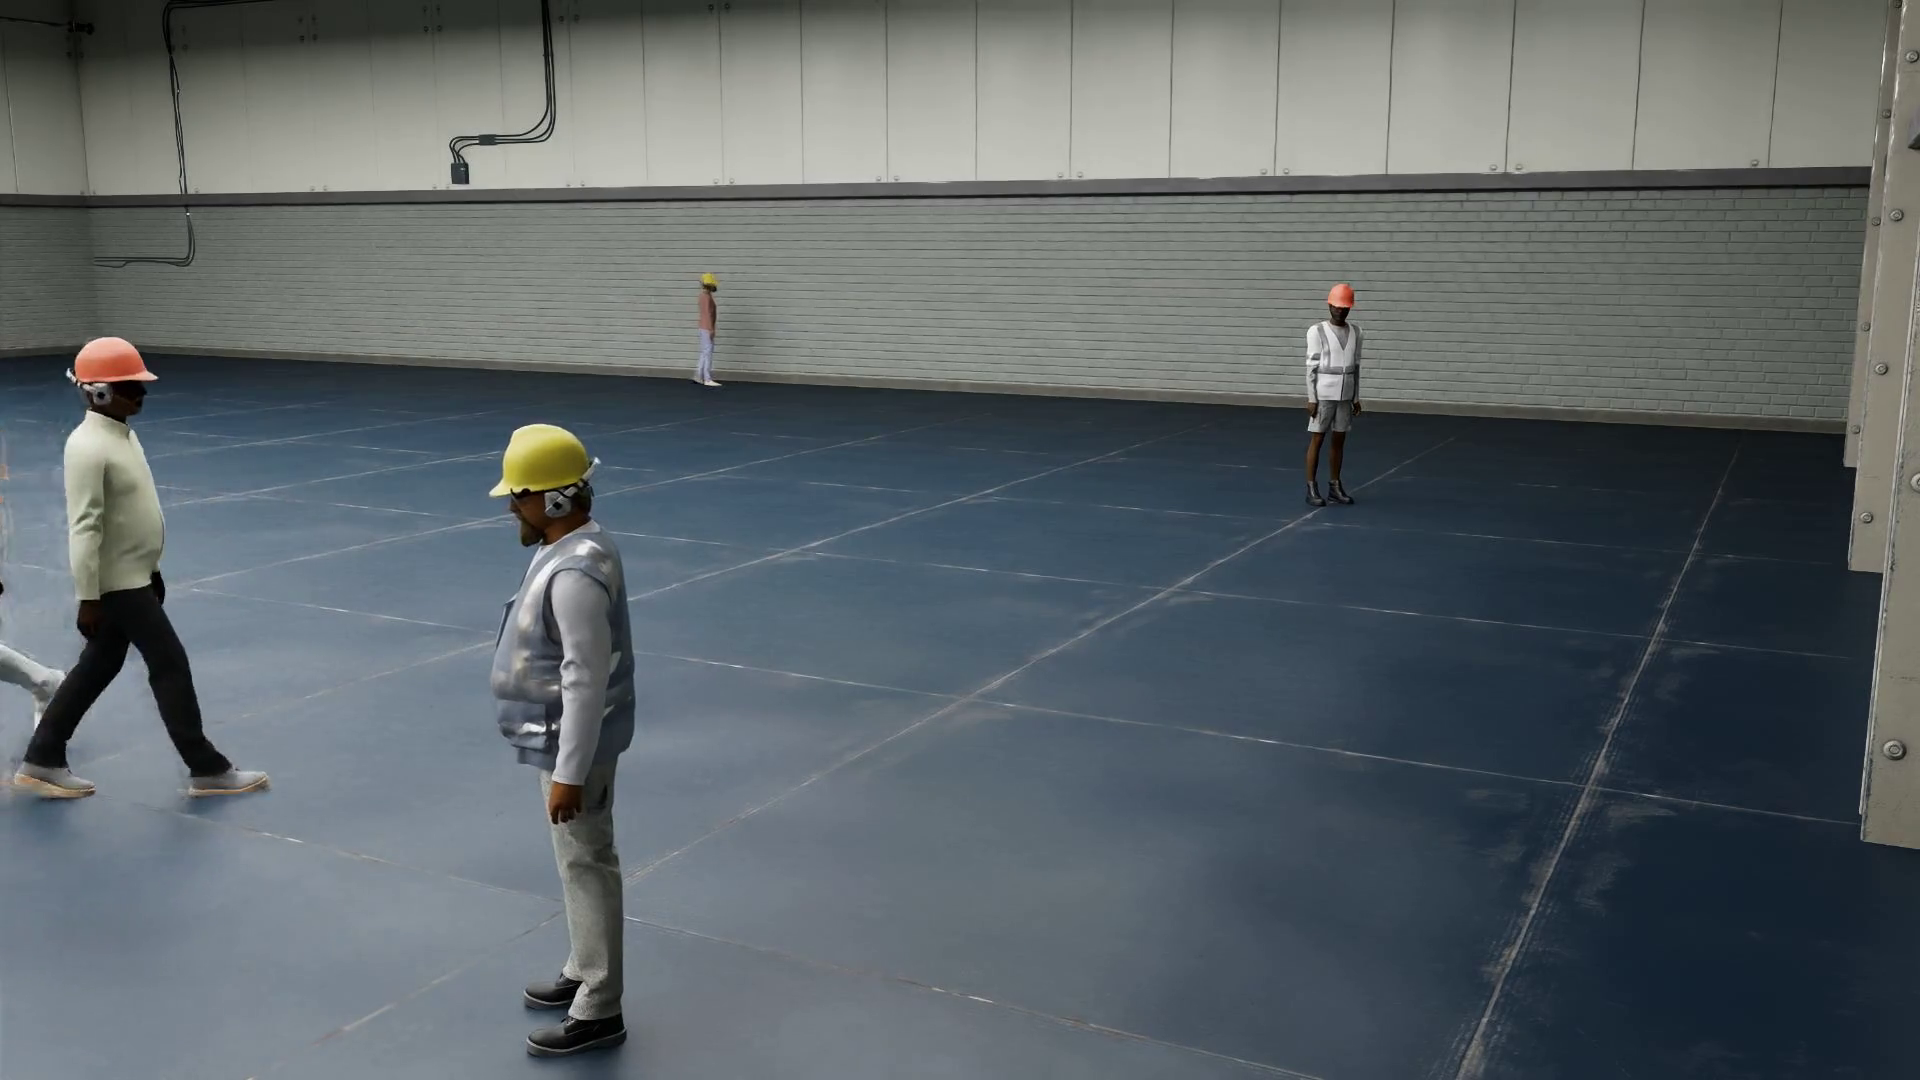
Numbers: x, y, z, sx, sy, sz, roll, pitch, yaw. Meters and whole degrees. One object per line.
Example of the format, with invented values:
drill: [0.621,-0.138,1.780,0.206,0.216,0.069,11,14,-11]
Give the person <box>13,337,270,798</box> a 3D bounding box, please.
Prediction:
person: [-3.496,0.134,6.876,1.003,1.951,0.627,-3,11,-15]

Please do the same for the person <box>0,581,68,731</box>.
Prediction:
person: [-4.456,0.058,7.402,0.591,1.908,0.704,5,12,27]

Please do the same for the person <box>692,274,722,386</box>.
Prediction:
person: [-3.983,-3.267,26.022,0.489,1.749,0.586,-2,11,-12]

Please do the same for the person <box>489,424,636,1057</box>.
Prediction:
person: [-1.140,0.571,4.815,0.403,1.826,0.588,-2,11,-13]

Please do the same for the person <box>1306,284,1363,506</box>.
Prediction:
person: [3.274,-1.260,14.510,0.543,1.932,0.376,-4,11,-20]
